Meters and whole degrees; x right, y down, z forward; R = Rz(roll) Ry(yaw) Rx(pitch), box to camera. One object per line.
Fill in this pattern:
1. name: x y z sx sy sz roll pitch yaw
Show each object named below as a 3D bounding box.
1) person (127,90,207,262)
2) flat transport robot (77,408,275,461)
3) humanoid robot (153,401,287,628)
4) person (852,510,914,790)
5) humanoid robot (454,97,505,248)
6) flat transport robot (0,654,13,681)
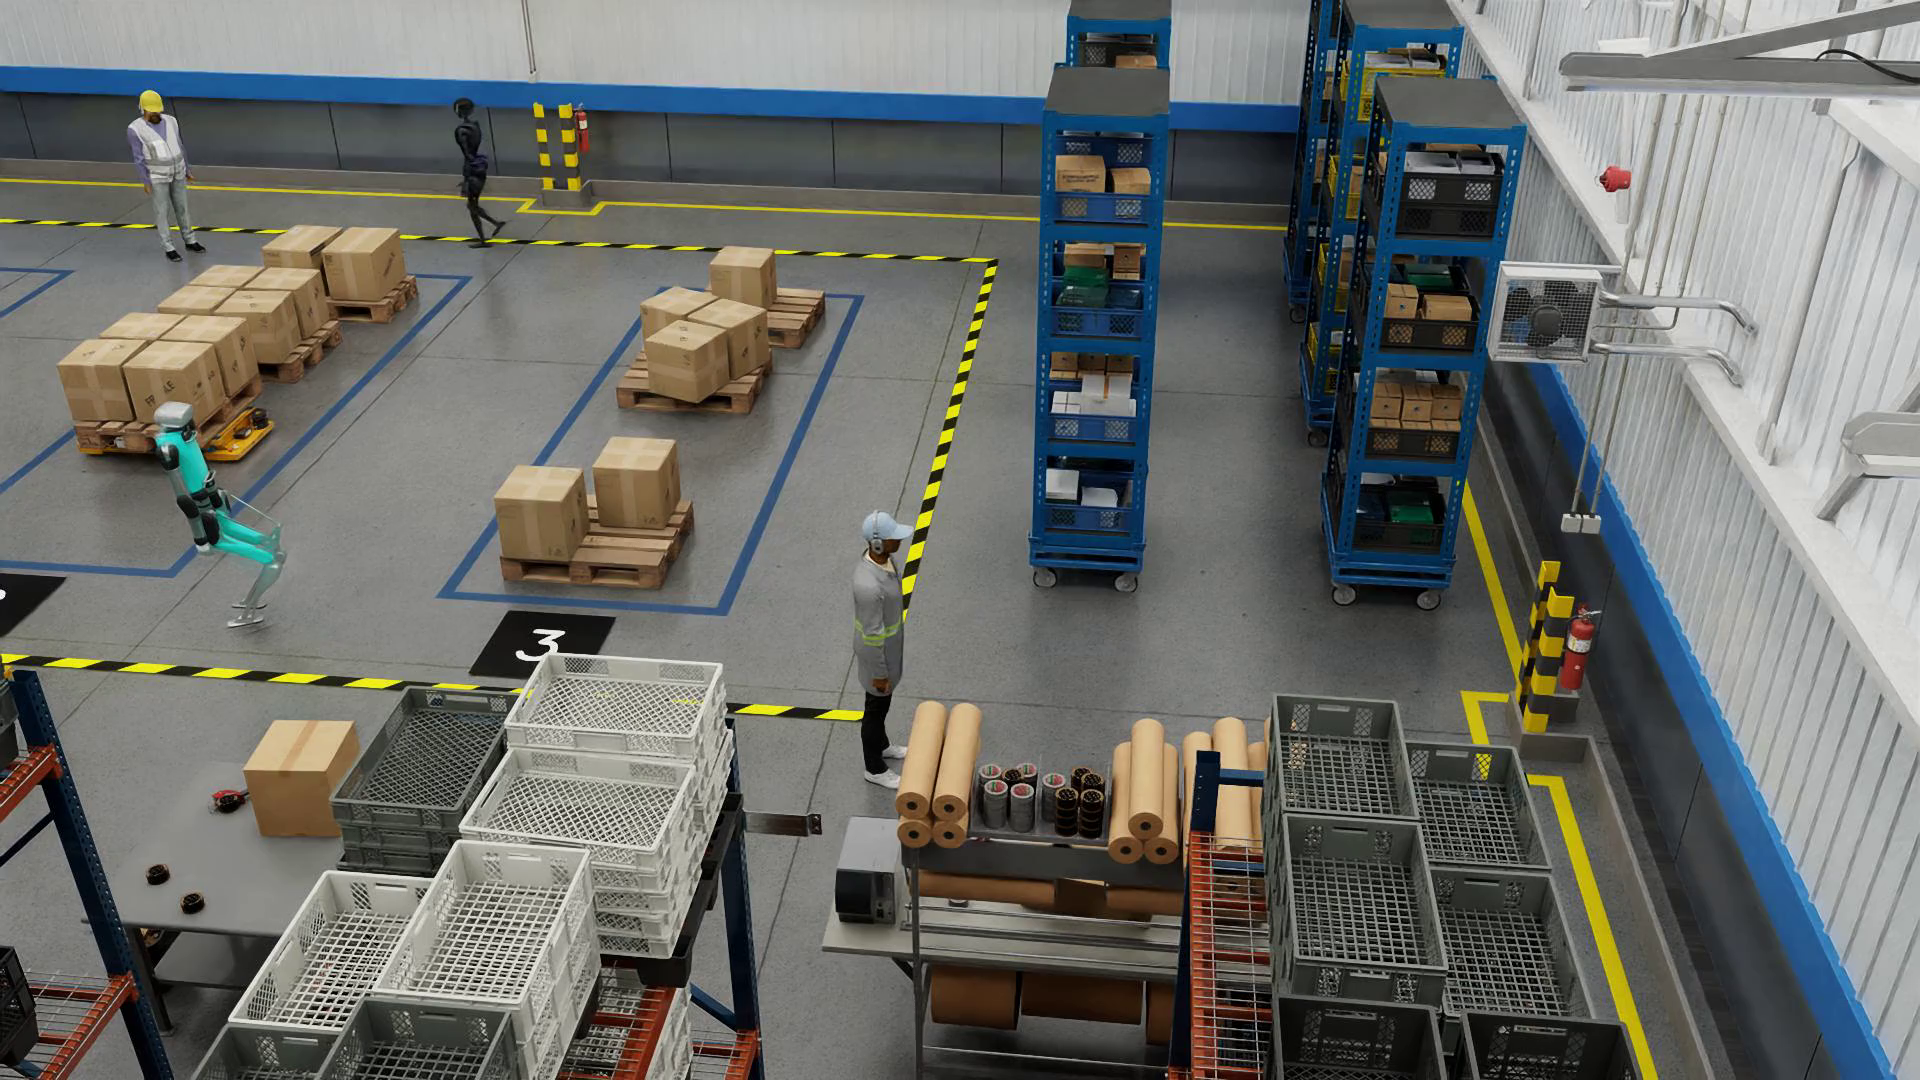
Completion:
1. person: -8.522 -3.922 17.865 0.404 1.822 0.587 18 35 28
2. flat transport robot: -6.728 -0.944 14.268 1.431 0.197 0.652 3 30 6
3. humanoid robot: -4.971 -0.181 11.392 0.735 1.677 0.533 -4 30 -7
4. person: -0.453 0.646 9.990 0.375 1.852 0.588 2 30 4
5. humanoid robot: -5.266 -3.990 18.131 0.408 1.648 0.607 -2 30 -4
6. flat transport robot: -7.142 0.969 11.010 1.431 0.231 0.659 3 30 6
